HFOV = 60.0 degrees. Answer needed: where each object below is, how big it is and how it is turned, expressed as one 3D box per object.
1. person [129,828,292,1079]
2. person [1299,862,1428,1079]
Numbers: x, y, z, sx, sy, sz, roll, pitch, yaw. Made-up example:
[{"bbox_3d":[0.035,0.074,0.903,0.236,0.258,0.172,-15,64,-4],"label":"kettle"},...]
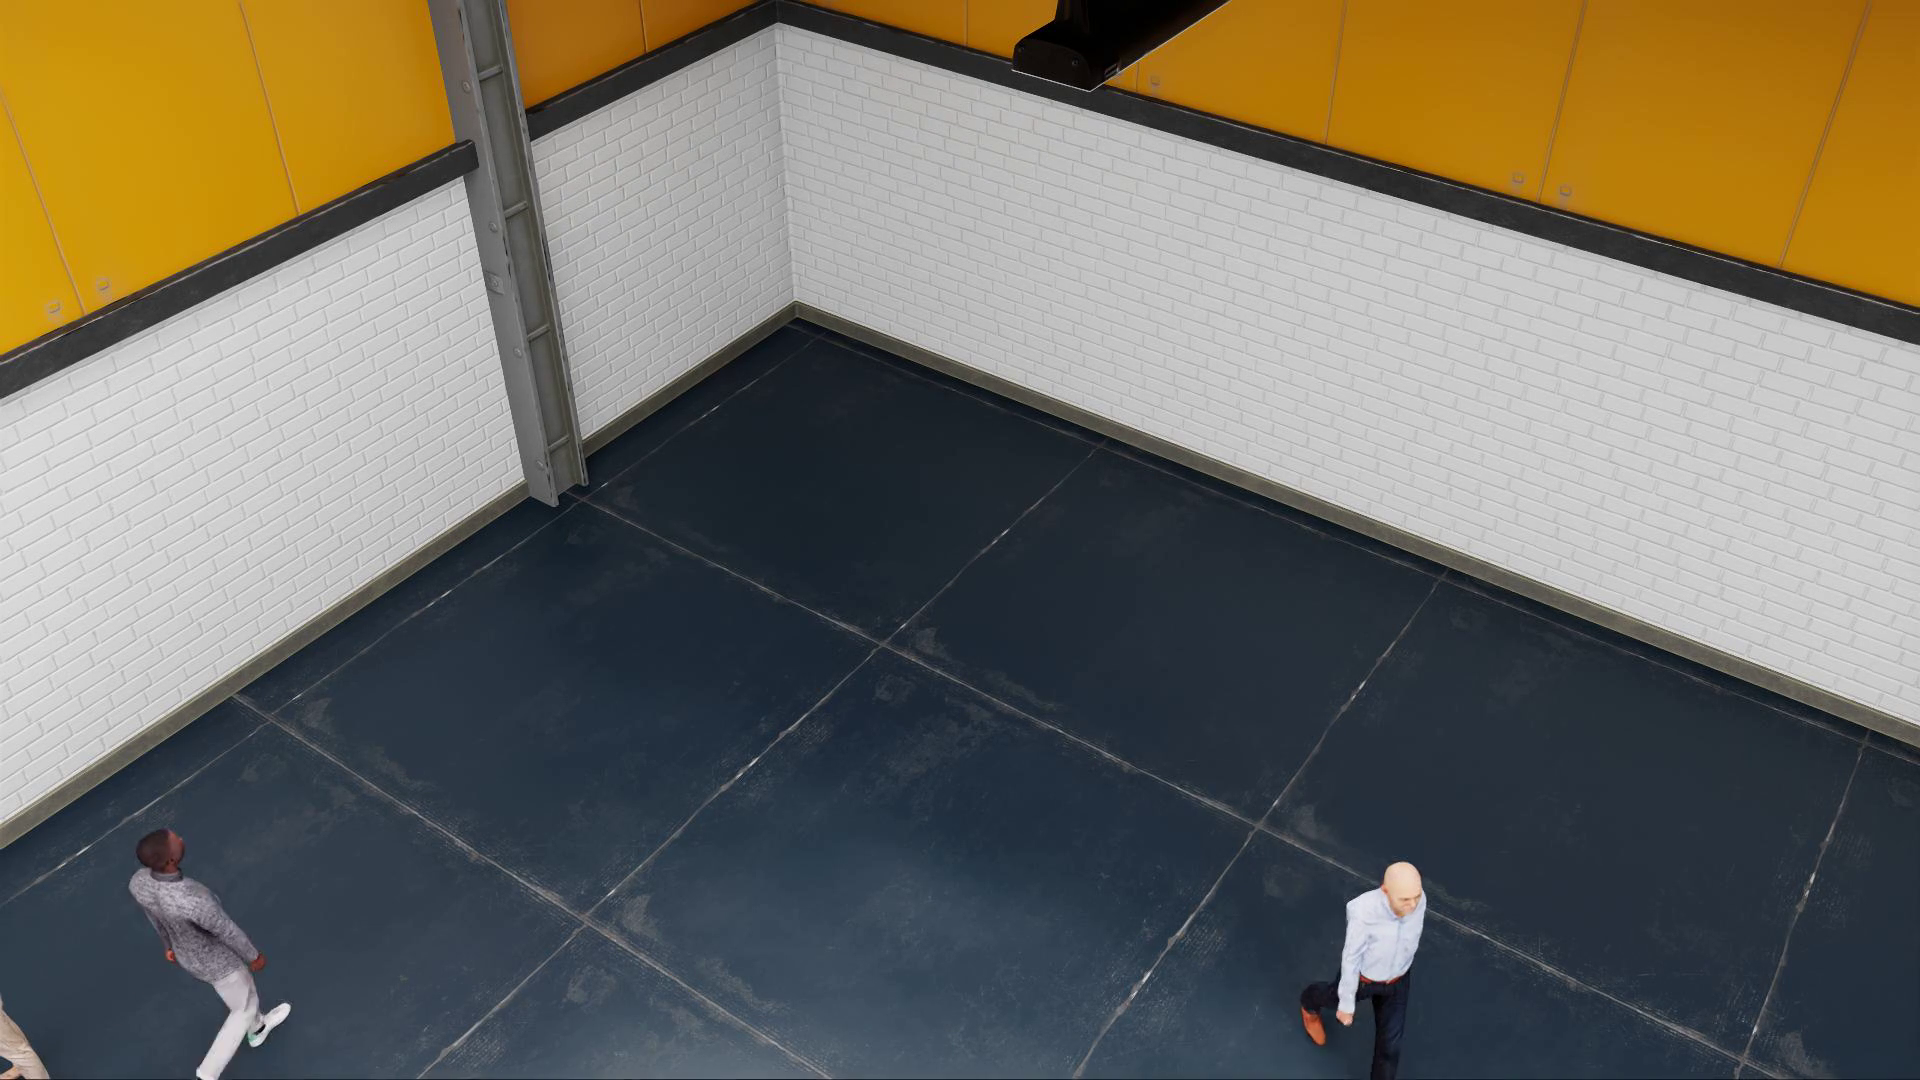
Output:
[{"bbox_3d":[-3.948,2.225,8.636,0.774,1.817,1.040,15,41,18],"label":"person"},{"bbox_3d":[2.095,2.231,8.682,1.241,1.751,1.215,-11,40,-13],"label":"person"}]
